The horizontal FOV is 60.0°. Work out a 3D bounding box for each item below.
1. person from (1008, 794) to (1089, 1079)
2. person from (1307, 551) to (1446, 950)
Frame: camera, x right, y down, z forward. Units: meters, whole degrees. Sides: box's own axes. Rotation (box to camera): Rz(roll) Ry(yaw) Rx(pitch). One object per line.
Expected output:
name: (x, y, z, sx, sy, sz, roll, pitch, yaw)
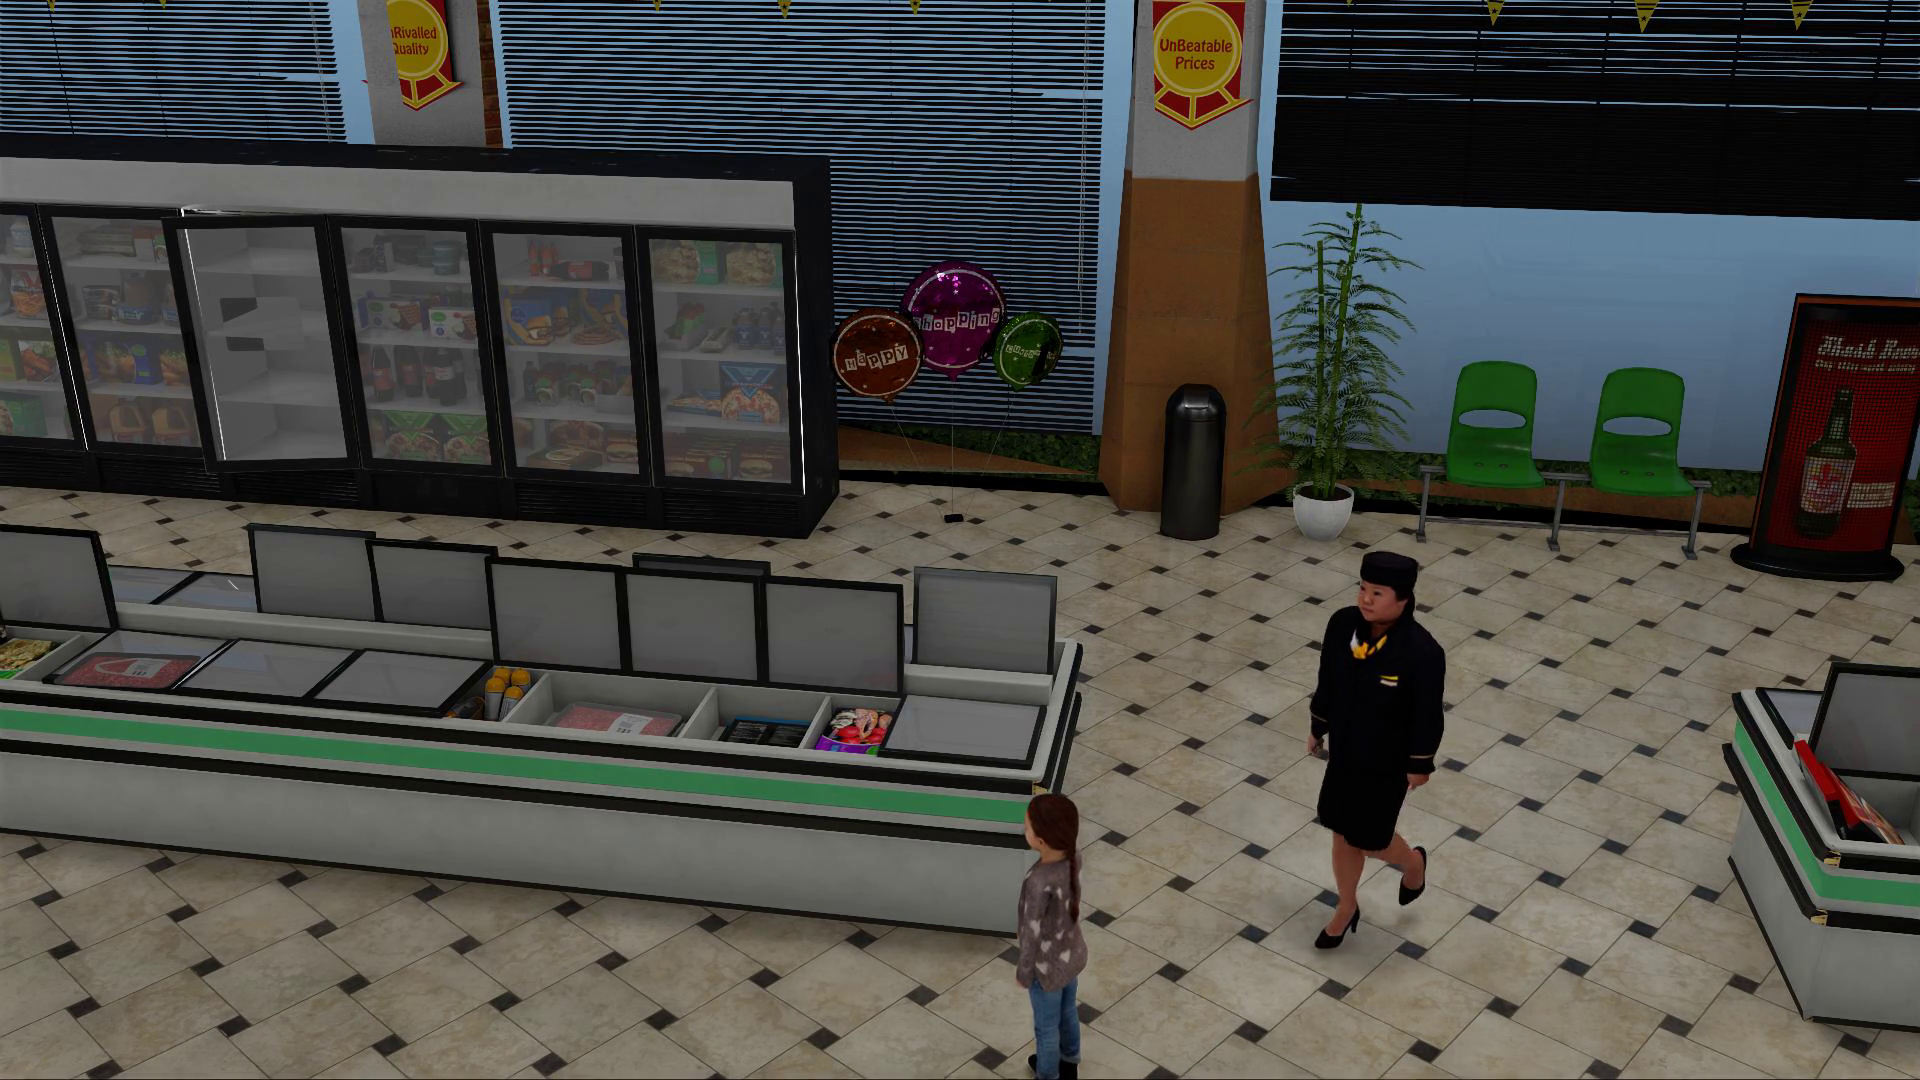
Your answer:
person: (0.320, 1.402, 5.653, 0.548, 1.195, 0.529, 12, 25, 28)
person: (1.644, 0.821, 6.473, 0.983, 1.661, 0.923, -15, 26, -33)
